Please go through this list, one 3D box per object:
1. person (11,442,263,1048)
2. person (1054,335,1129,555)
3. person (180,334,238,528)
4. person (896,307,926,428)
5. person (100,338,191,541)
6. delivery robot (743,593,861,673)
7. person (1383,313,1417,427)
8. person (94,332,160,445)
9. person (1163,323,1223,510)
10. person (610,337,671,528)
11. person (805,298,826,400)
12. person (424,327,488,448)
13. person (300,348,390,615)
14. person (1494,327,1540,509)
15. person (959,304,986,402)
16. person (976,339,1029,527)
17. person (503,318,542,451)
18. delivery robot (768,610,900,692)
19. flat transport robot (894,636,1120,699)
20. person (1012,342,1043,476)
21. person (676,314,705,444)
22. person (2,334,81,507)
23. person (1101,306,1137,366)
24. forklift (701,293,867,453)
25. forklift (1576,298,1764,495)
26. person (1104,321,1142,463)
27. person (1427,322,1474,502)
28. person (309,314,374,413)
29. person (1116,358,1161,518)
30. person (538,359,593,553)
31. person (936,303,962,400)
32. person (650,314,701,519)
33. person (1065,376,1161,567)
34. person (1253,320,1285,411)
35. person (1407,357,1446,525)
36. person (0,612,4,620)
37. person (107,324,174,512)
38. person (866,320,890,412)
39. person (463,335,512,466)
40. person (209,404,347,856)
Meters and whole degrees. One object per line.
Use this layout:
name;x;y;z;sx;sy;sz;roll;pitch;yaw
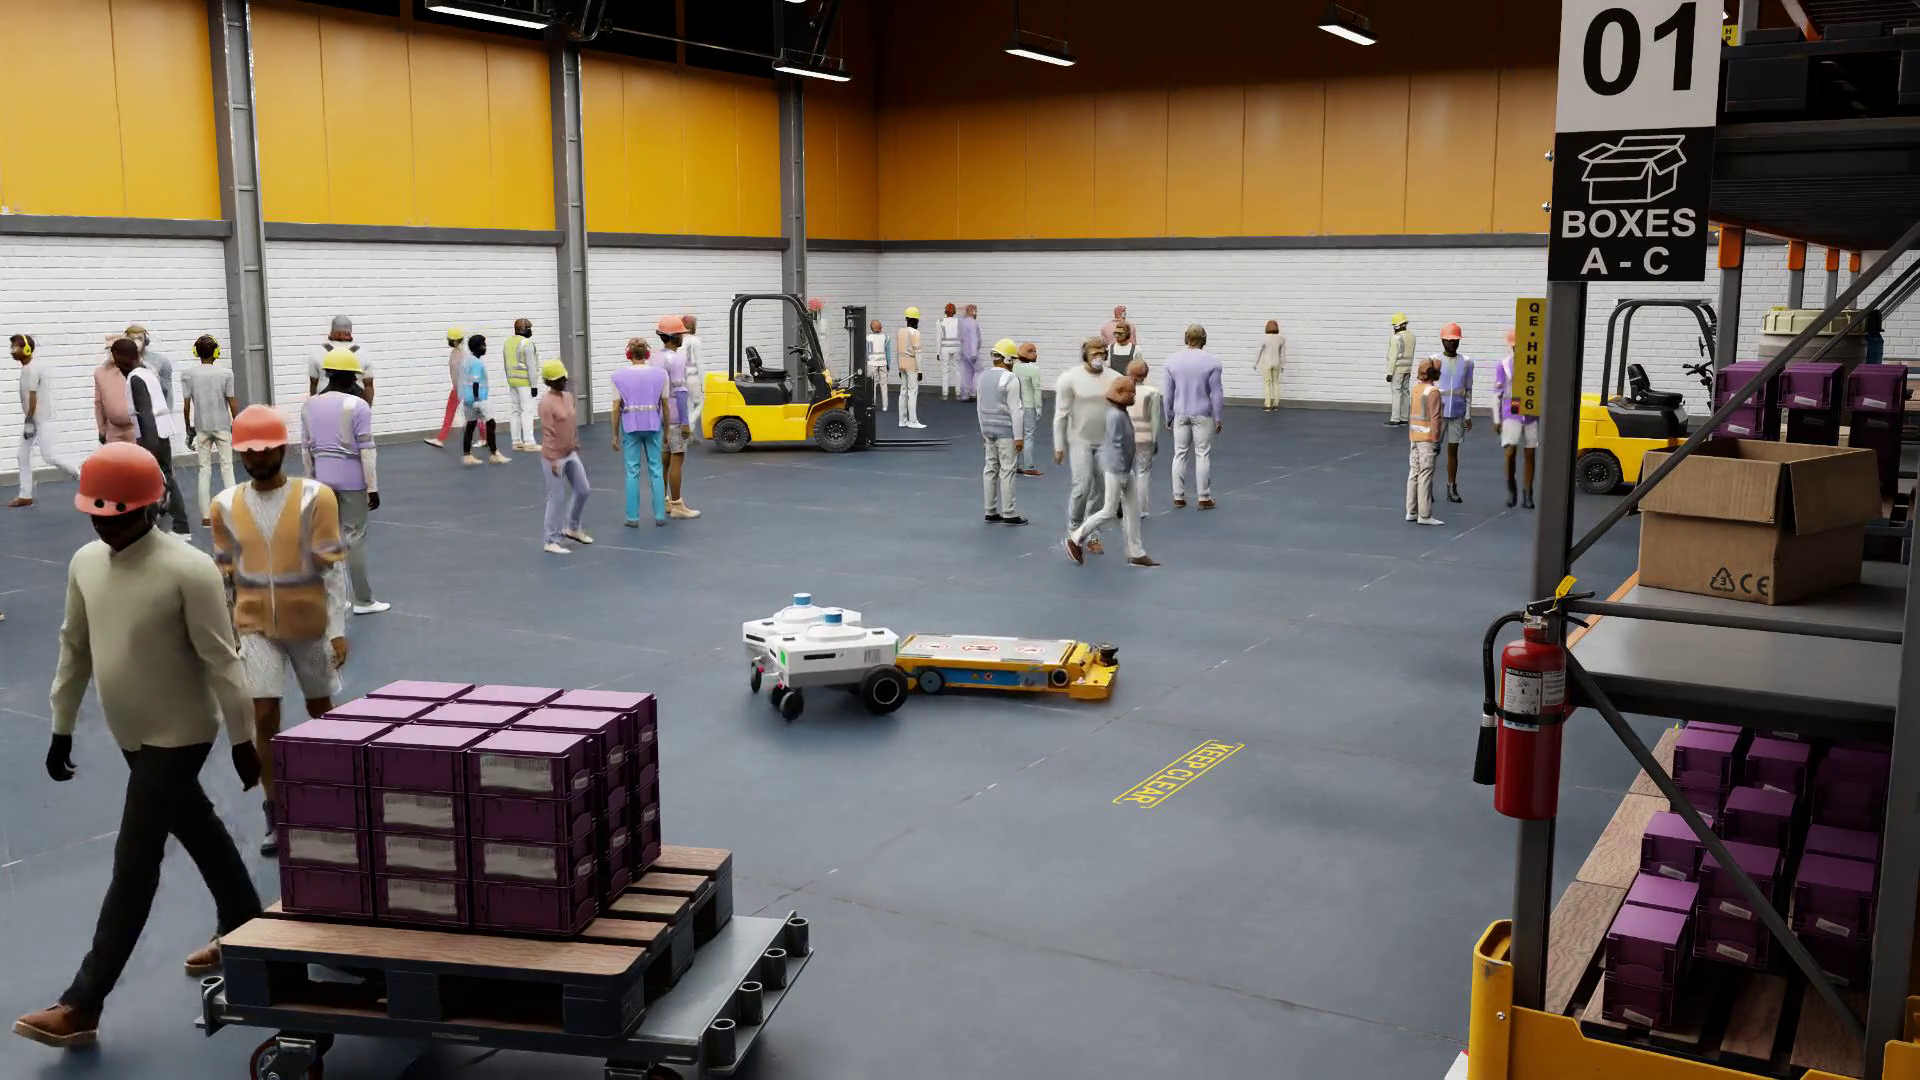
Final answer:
person;-2.703;0.630;5.468;0.664;1.917;1.061;5;10;29
person;1.149;-0.817;14.483;0.645;1.920;0.443;-3;10;-19
person;-7.229;-1.048;16.096;0.511;1.872;0.329;-2;9;-13
person;-0.776;-2.736;26.450;0.377;1.925;0.594;-7;11;-36
person;-7.482;-0.893;15.128;0.860;1.864;0.634;-2;9;-14
delivery robot;-0.932;0.560;9.856;0.707;0.478;0.477;-9;13;-43
person;7.034;-2.718;26.648;0.587;1.828;0.404;-8;12;-41
person;-8.234;-1.127;16.539;0.666;1.883;0.703;0;9;2
person;2.431;-1.281;17.338;0.635;1.936;0.353;4;10;25
person;-3.071;-1.031;16.071;0.570;1.840;0.373;-3;10;-19
person;-2.692;-3.539;31.234;0.613;1.995;0.624;-8;12;-40
person;-7.024;-2.121;23.263;0.934;1.705;0.541;-7;12;-38
person;-4.442;-0.415;11.982;0.587;1.922;0.383;3;10;19
person;5.897;-1.273;17.353;0.629;1.910;0.450;2;9;12
person;0.278;-3.544;31.635;0.532;1.877;0.696;-3;10;-20
person;0.424;-1.044;16.215;0.403;1.823;0.587;-7;12;-39
person;-6.044;-2.147;23.049;0.626;1.840;0.430;8;12;42
delivery robot;-0.711;0.641;9.355;0.707;0.478;0.477;-3;10;-18
flat transport robot;0.204;0.739;9.915;1.431;0.197;0.652;2;9;12
person;0.802;-1.591;20.222;0.277;1.631;0.506;-8;12;-43
person;-3.836;-2.285;23.807;0.635;1.873;0.406;8;12;41
person;-9.692;-1.266;17.607;0.847;1.833;0.484;-9;13;-43
person;2.765;-3.088;28.734;0.636;1.903;0.405;4;10;22
forklift;-2.458;-2.344;23.176;2.313;2.155;1.214;0;9;-2
forklift;7.954;-1.589;18.462;2.313;2.155;1.214;5;11;30
person;2.104;-1.913;21.576;0.511;1.841;0.327;3;9;16
person;5.228;-1.362;17.839;0.543;1.939;0.360;0;9;1
person;-6.900;-1.535;18.601;0.683;2.000;0.832;-4;10;-25
person;1.718;-0.987;16.501;0.521;1.622;0.633;3;10;20
person;-3.496;-0.727;14.571;0.368;1.729;0.617;3;10;20
person;-0.181;-3.666;32.397;0.575;1.882;0.355;-1;9;-9
person;-2.868;-1.229;16.672;0.363;2.047;0.611;-7;11;-36
person;1.287;-0.572;13.916;0.741;1.608;0.500;4;10;21
person;5.553;-3.123;29.791;0.515;1.627;0.347;-3;9;-16
person;4.564;-0.965;16.305;0.313;1.638;0.534;-2;9;-9
person;-6.934;-0.355;11.494;0.380;1.958;0.603;0;9;-2
person;-8.394;-1.238;17.066;0.631;1.940;0.372;-5;10;-26
person;-1.480;-3.088;29.551;0.525;1.637;0.307;-4;10;-23
person;-6.058;-1.784;21.265;0.708;1.668;0.558;-4;10;-24
person;-2.953;0.345;7.300;0.560;1.915;0.848;-1;9;-9
